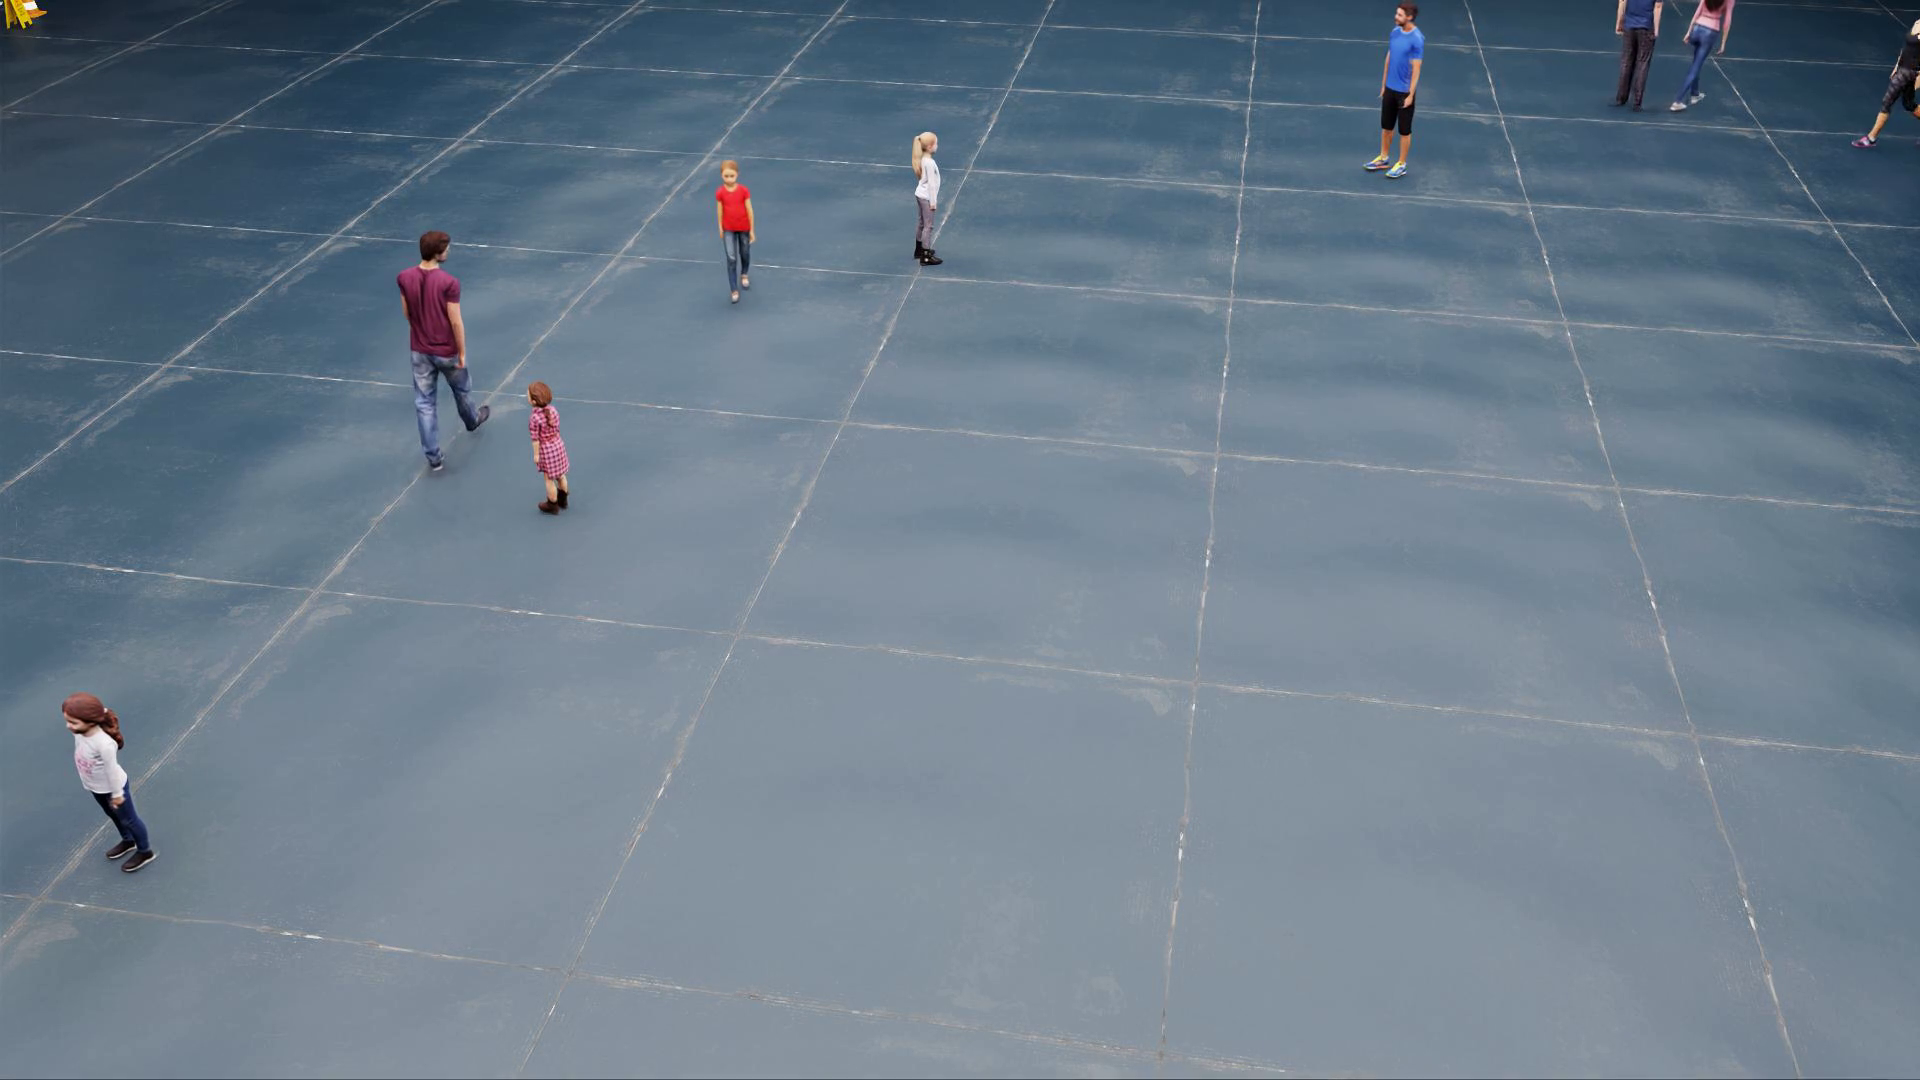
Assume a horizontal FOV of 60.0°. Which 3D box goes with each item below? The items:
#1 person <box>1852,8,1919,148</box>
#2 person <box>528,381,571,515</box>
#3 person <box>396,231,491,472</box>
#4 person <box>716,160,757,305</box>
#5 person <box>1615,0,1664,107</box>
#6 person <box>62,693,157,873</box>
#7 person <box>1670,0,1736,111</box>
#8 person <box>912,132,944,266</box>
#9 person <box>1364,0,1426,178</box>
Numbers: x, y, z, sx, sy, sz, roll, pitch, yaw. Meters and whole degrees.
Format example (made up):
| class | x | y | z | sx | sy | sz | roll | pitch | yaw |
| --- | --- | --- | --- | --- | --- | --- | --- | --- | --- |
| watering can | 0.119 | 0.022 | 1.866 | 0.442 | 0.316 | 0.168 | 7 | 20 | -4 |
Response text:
| class | x | y | z | sx | sy | sz | roll | pitch | yaw |
| --- | --- | --- | --- | --- | --- | --- | --- | --- | --- |
| person | 10.706 | -5.198 | 18.588 | 1.129 | 1.699 | 0.590 | 5 | 33 | 7 |
| person | -2.983 | -0.674 | 12.052 | 0.501 | 1.021 | 0.470 | 15 | 35 | 23 |
| person | -3.951 | -1.373 | 12.447 | 1.091 | 1.782 | 0.841 | 1 | 32 | 1 |
| person | -2.041 | -2.874 | 15.298 | 0.878 | 1.278 | 0.708 | -4 | 32 | -6 |
| person | 8.117 | -6.093 | 19.865 | 0.889 | 1.850 | 0.759 | -26 | 41 | -35 |
| person | -4.549 | 1.274 | 8.878 | 0.486 | 1.112 | 0.563 | 18 | 37 | 27 |
| person | 8.828 | -5.980 | 19.819 | 1.004 | 1.708 | 0.931 | -20 | 37 | -28 |
| person | -0.331 | -3.285 | 15.952 | 0.596 | 1.275 | 0.561 | -10 | 34 | -16 |
| person | 4.748 | -4.864 | 17.903 | 0.751 | 1.866 | 0.701 | -18 | 36 | -26 |
